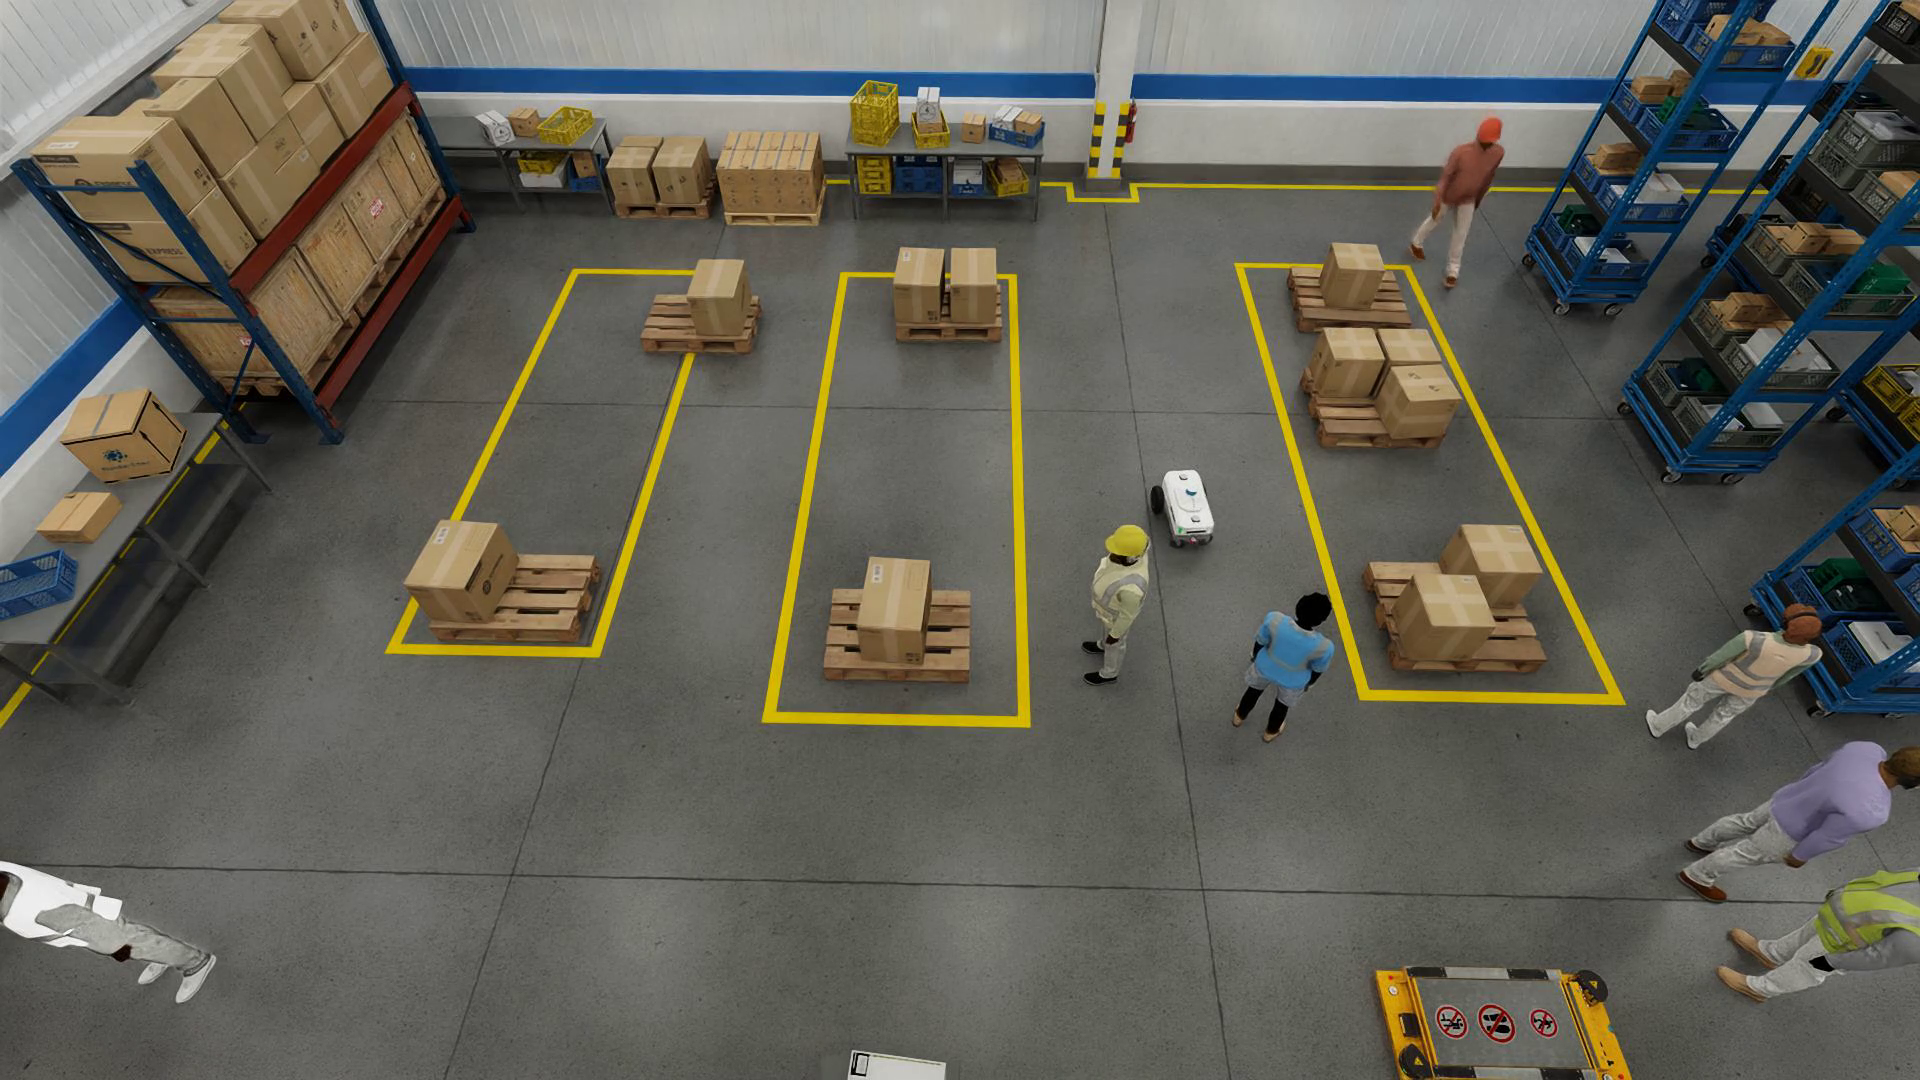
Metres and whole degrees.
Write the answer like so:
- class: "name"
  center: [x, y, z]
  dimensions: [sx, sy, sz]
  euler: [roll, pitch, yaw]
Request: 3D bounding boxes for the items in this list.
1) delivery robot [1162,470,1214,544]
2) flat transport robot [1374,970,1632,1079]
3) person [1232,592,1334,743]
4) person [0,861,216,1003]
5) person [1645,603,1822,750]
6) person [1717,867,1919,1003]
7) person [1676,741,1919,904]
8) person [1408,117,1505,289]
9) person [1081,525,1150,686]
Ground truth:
- class: "delivery robot"
  center: [2.107, -0.320, 8.489]
  dimensions: [0.477, 0.478, 0.707]
  euler: [-3, 51, -2]
- class: "flat transport robot"
  center: [3.501, 3.133, 5.914]
  dimensions: [1.431, 0.197, 0.652]
  euler: [1, 51, 1]
- class: "person"
  center: [2.384, 0.950, 6.779]
  dimensions: [0.537, 1.695, 0.320]
  euler: [30, 57, 22]
- class: "person"
  center: [-5.279, 2.319, 5.524]
  dimensions: [0.596, 1.915, 0.380]
  euler: [17, 53, 13]
- class: "person"
  center: [5.710, 1.034, 6.755]
  dimensions: [0.517, 1.633, 0.312]
  euler: [17, 53, 13]
- class: "person"
  center: [5.370, 2.359, 5.538]
  dimensions: [0.429, 1.846, 0.626]
  euler: [37, 60, 26]
- class: "person"
  center: [5.454, 1.807, 5.941]
  dimensions: [0.389, 1.927, 0.645]
  euler: [28, 56, 21]
- class: "person"
  center: [5.802, -3.960, 10.647]
  dimensions: [0.626, 1.938, 0.984]
  euler: [5, 51, 4]
- class: "person"
  center: [1.195, 0.497, 7.063]
  dimensions: [0.404, 1.831, 0.593]
  euler: [3, 51, 3]
